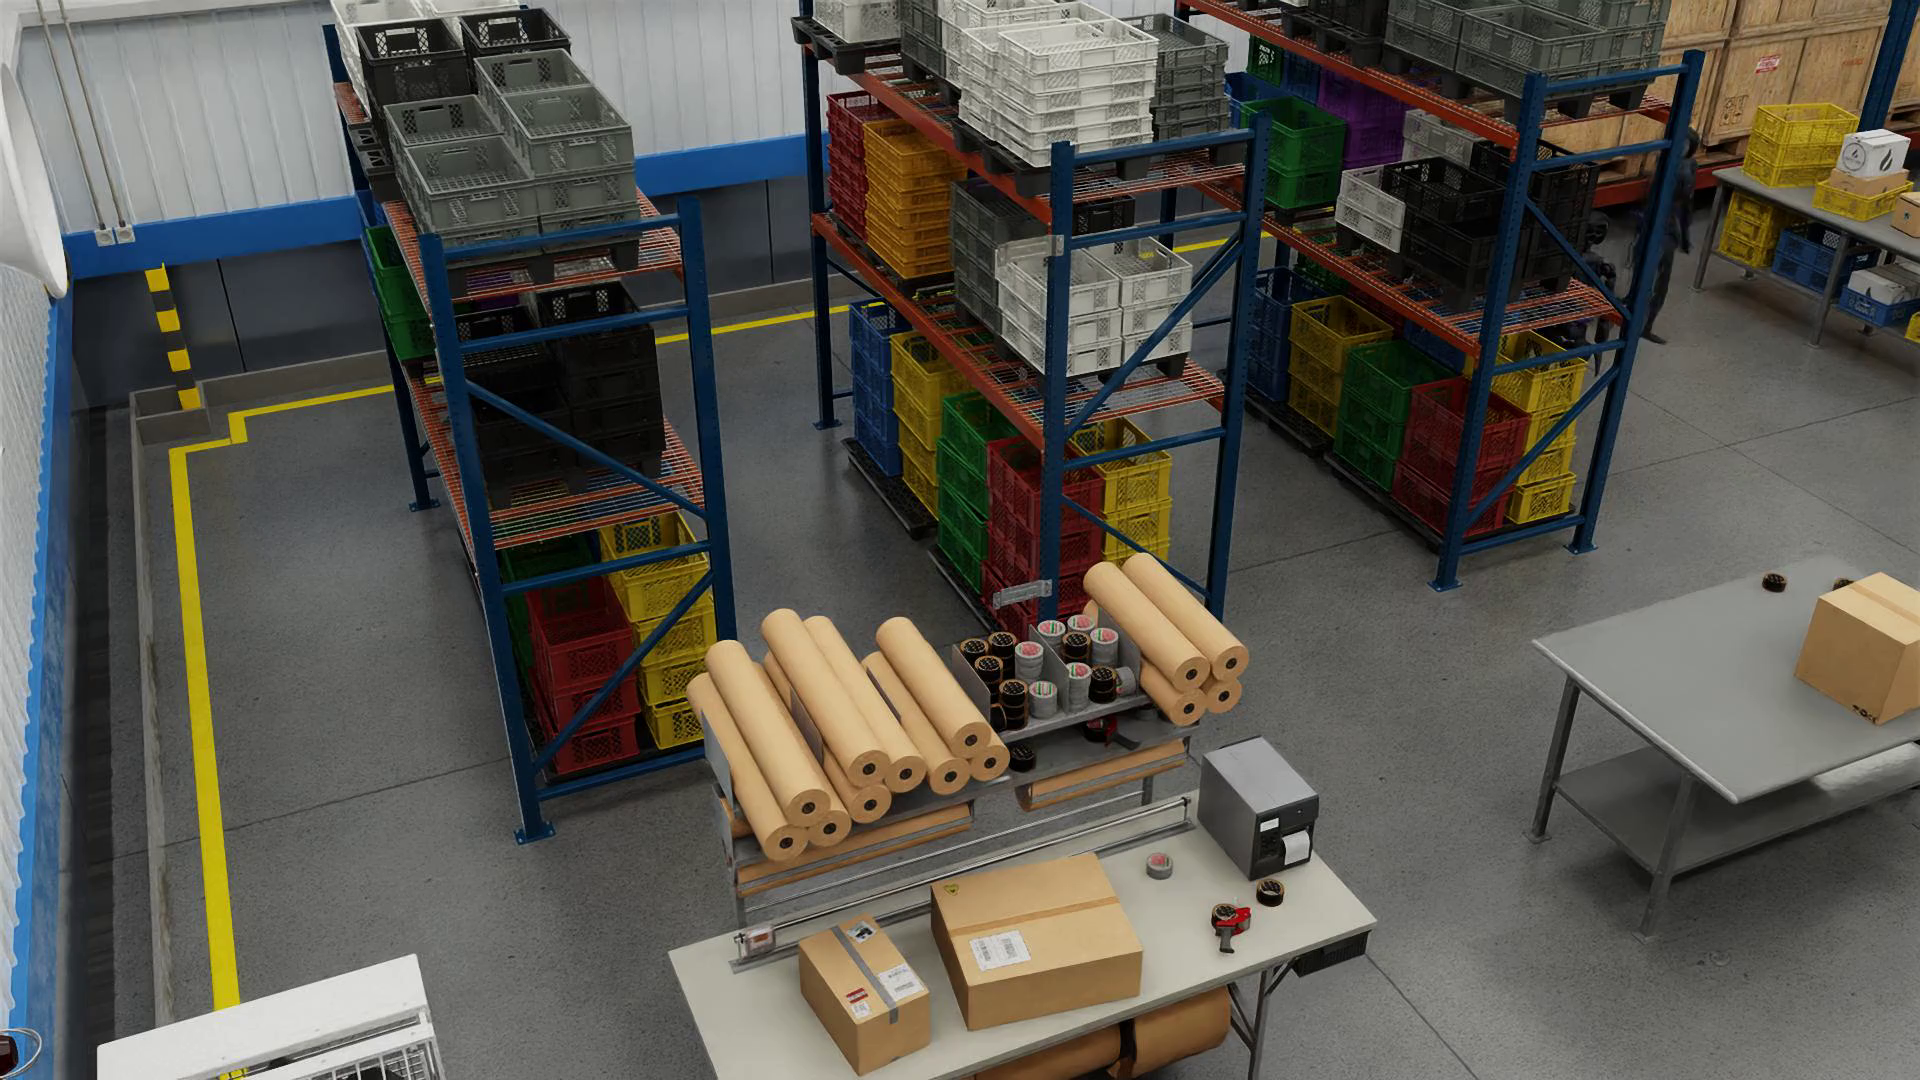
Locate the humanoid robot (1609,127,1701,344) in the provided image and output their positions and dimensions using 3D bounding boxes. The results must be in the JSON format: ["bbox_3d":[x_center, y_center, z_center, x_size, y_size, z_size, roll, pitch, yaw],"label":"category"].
[{"bbox_3d":[5.164,-2.269,12.328,0.591,1.644,0.486,-22,38,-31],"label":"humanoid robot"}]

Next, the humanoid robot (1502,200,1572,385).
[{"bbox_3d":[3.823,-1.567,11.170,0.582,1.651,0.338,-26,40,-36],"label":"humanoid robot"}]

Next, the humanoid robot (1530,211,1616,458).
[{"bbox_3d":[3.949,-1.349,10.818,0.349,1.651,0.565,-19,36,-28],"label":"humanoid robot"}]
